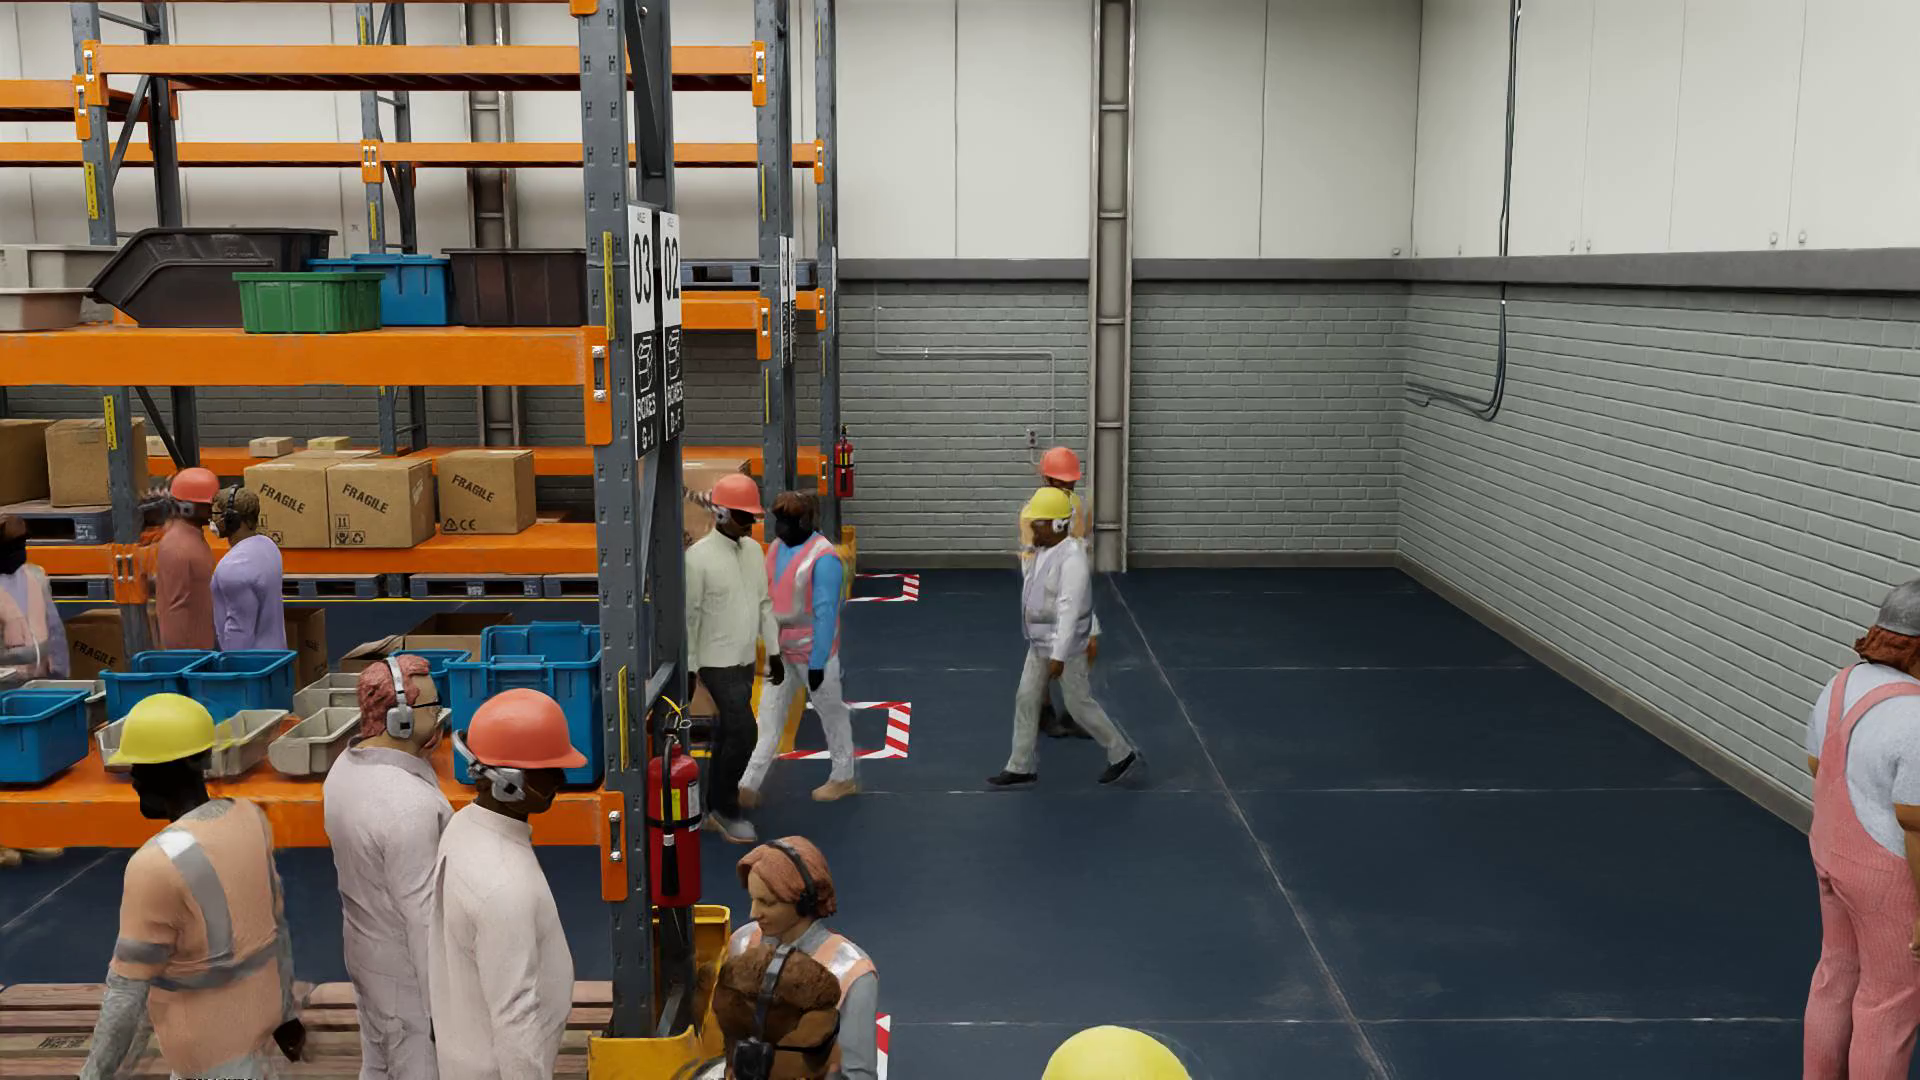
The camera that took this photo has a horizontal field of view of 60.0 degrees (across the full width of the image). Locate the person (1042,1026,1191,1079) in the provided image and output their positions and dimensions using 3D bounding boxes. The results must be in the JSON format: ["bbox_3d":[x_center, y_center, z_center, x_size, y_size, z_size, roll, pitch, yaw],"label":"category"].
[{"bbox_3d":[0.322,1.673,2.597,0.759,1.903,0.595,3,10,19],"label":"person"}]

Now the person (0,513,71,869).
[{"bbox_3d":[-4.801,0.764,8.405,0.437,1.823,0.656,2,10,14],"label":"person"}]

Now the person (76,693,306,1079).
[{"bbox_3d":[-2.152,1.353,4.653,1.010,1.871,0.596,0,9,-2],"label":"person"}]

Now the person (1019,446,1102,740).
[{"bbox_3d":[0.668,0.352,10.635,0.563,1.914,0.588,-5,11,-29],"label":"person"}]

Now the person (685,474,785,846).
[{"bbox_3d":[-1.178,0.628,8.782,0.570,1.965,0.633,4,10,25],"label":"person"}]

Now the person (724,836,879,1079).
[{"bbox_3d":[-0.403,1.539,4.248,0.525,1.632,0.318,7,12,38],"label":"person"}]

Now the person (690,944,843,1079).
[{"bbox_3d":[-0.336,1.626,3.161,0.659,1.812,0.525,-2,9,-12],"label":"person"}]

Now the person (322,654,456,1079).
[{"bbox_3d":[-1.633,1.280,4.984,0.410,1.909,0.643,-7,12,-38],"label":"person"}]

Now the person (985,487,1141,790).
[{"bbox_3d":[0.626,0.574,9.664,0.878,1.800,0.581,-3,10,-20],"label":"person"}]

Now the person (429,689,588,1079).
[{"bbox_3d":[-1.151,1.354,4.327,0.410,1.980,0.627,-4,10,-24],"label":"person"}]

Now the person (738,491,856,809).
[{"bbox_3d":[-0.958,0.630,9.265,0.944,1.799,0.644,-8,12,-41],"label":"person"}]

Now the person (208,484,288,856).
[{"bbox_3d":[-3.674,0.675,8.602,0.372,1.940,0.631,-1,9,-8],"label":"person"}]
